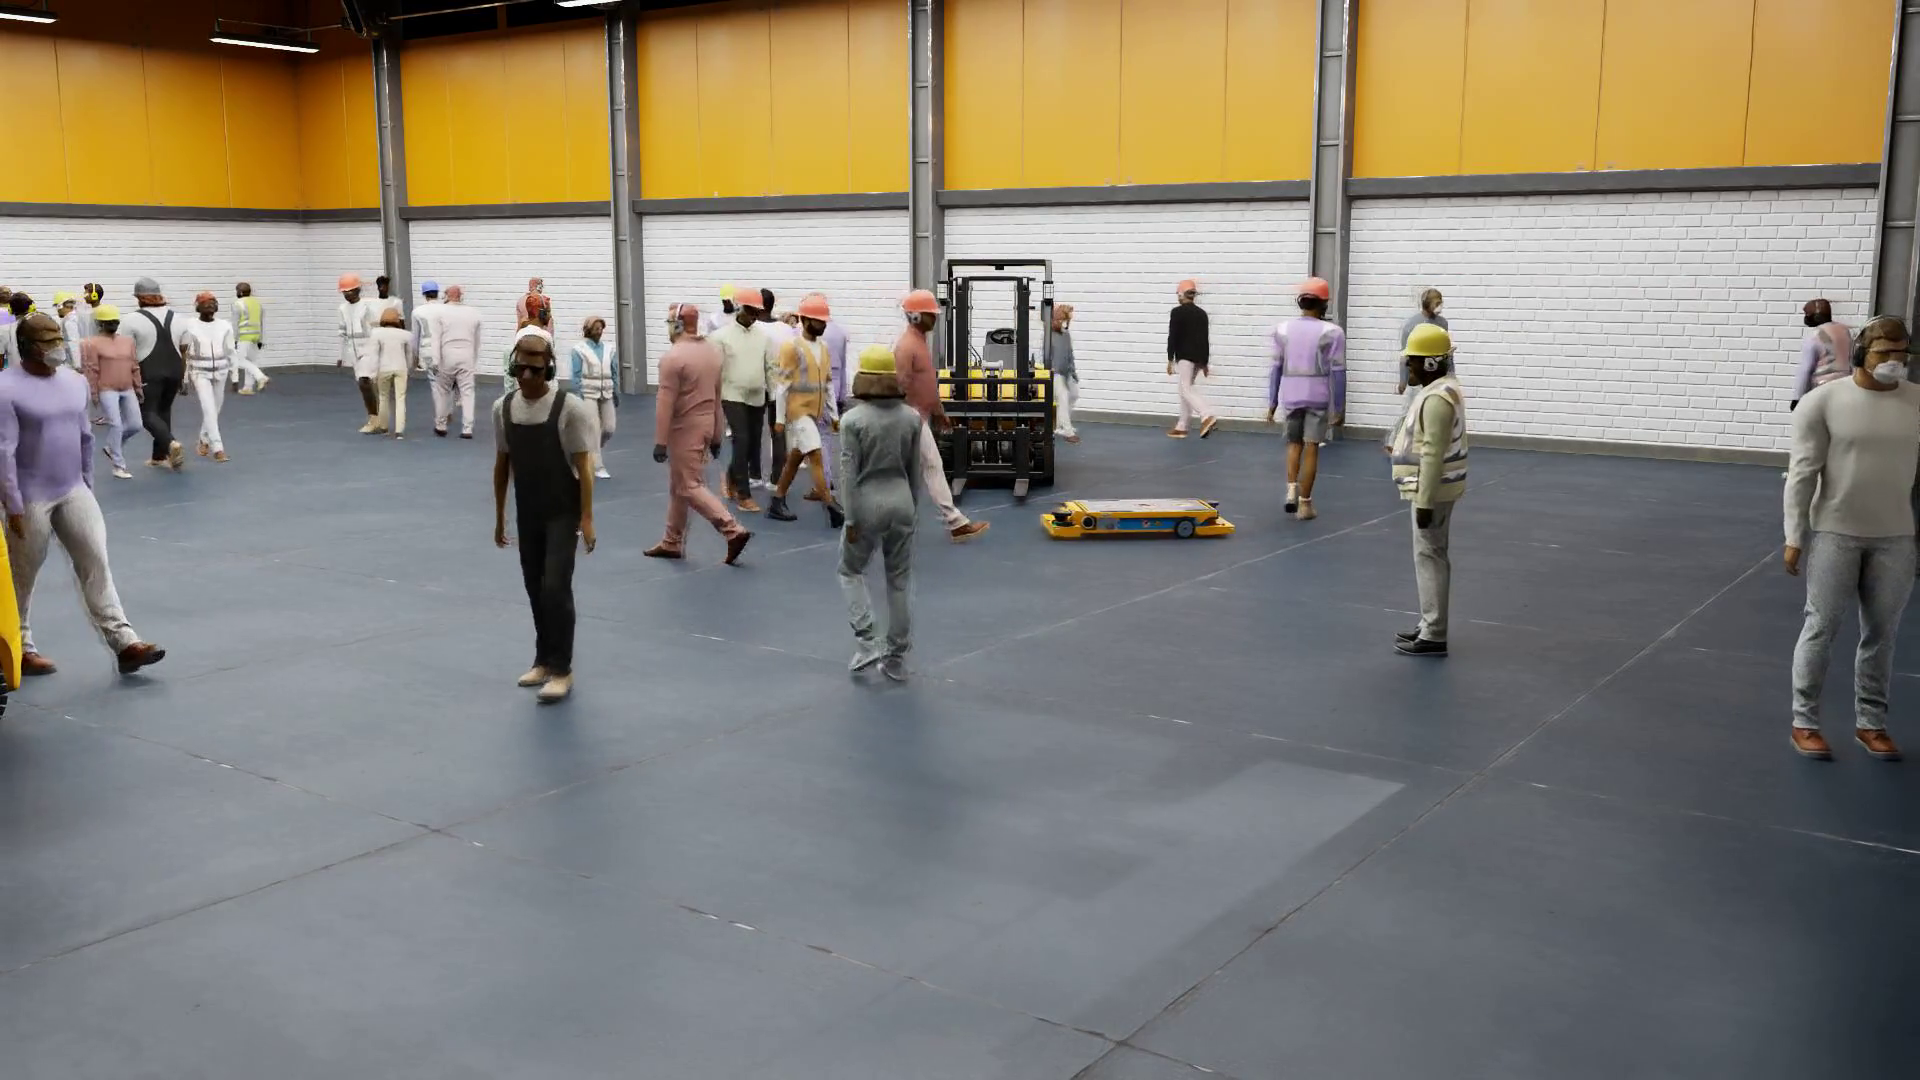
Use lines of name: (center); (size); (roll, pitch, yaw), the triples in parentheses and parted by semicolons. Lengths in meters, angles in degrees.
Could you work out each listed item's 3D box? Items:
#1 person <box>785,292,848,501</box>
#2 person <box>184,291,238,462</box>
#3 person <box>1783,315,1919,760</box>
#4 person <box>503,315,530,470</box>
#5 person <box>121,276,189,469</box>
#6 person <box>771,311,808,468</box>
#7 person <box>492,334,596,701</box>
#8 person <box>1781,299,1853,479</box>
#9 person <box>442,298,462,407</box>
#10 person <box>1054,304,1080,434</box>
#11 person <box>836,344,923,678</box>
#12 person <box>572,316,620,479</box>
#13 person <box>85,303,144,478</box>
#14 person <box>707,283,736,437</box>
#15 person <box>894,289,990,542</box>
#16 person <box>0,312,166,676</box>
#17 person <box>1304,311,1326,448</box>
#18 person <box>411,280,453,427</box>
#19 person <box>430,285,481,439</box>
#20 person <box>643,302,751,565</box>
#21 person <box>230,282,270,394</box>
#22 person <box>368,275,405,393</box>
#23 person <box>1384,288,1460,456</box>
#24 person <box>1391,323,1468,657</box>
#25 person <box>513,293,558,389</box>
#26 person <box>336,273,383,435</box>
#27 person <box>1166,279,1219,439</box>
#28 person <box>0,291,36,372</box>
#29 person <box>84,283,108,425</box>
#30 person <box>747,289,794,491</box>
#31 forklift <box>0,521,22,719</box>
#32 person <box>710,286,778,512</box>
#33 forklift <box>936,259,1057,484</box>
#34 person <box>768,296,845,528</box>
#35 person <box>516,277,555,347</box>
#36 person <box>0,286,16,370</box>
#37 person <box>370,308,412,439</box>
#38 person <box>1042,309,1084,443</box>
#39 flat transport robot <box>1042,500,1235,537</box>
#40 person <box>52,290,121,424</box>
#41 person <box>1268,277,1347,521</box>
person: (-1.336, -1.288, 15.010); (0.527, 1.874, 0.669); (7, 12, 34)
person: (-8.227, -1.796, 18.181); (0.583, 1.846, 0.967); (-9, 13, -44)
person: (3.908, -0.004, 7.221); (0.638, 1.932, 0.391); (1, 10, 8)
person: (-4.194, -1.370, 16.234); (0.499, 1.632, 0.285); (-6, 11, -30)
person: (-8.262, -1.723, 17.122); (0.844, 2.000, 0.687); (6, 11, 32)
person: (-1.783, -1.547, 17.263); (0.312, 1.642, 0.512); (8, 12, 39)
person: (-2.042, -0.111, 8.220); (0.611, 1.808, 0.665); (3, 10, 17)
person: (8.196, -1.396, 15.902); (0.661, 1.801, 0.771); (-7, 12, -37)
person: (-7.616, -2.818, 24.753); (0.834, 1.653, 0.557); (6, 11, 32)
person: (1.314, -2.116, 20.693); (0.444, 1.624, 0.527); (4, 10, 21)
person: (-0.413, -0.138, 8.615); (0.484, 1.732, 0.405); (-5, 11, -26)
person: (-3.668, -1.436, 16.657); (0.520, 1.623, 0.559); (-9, 13, -43)
person: (-8.458, -1.492, 16.612); (0.476, 1.746, 0.536); (6, 11, 30)
person: (-2.853, -2.255, 20.747); (0.588, 1.888, 0.895); (-2, 10, -14)
person: (-0.295, -0.951, 12.824); (1.023, 1.939, 0.621); (1, 10, 7)
person: (-4.602, -0.209, 8.532); (0.995, 1.890, 0.664); (4, 10, 22)
person: (4.089, -1.918, 19.324); (0.320, 1.692, 0.532); (-1, 10, -5)
person: (-6.873, -2.446, 21.805); (0.628, 1.910, 0.837); (-5, 11, -29)
person: (-6.219, -2.183, 20.418); (0.654, 1.853, 0.961); (-7, 12, -34)
person: (-1.899, -0.758, 11.874); (0.883, 1.878, 0.647); (4, 10, 21)
person: (-11.472, -3.249, 26.861); (0.639, 1.824, 0.636); (3, 10, 15)
person: (-9.518, -3.416, 27.546); (0.613, 1.937, 0.910); (-5, 11, -25)
person: (4.948, -1.754, 17.815); (0.631, 1.884, 1.048); (-8, 12, -39)
person: (2.573, -0.273, 9.151); (0.403, 1.823, 0.595); (3, 10, 17)
person: (-3.683, -1.202, 14.517); (0.345, 1.879, 0.580); (-8, 12, -38)
person: (-7.474, -2.304, 20.661); (0.632, 2.006, 0.669); (5, 11, 26)
person: (2.866, -2.175, 20.113); (0.649, 1.954, 0.875); (-8, 13, -41)
person: (-8.980, -1.455, 16.045); (0.531, 1.867, 0.318); (-3, 10, -15)
person: (-11.378, -2.452, 21.974); (0.328, 1.872, 0.509); (-5, 11, -28)
person: (-1.866, -1.421, 15.756); (0.611, 1.885, 0.734); (-7, 12, -35)
forklift: (-5.296, -0.090, 6.943); (1.214, 2.155, 2.313); (7, 12, 35)
person: (-1.938, -1.255, 14.632); (0.632, 1.951, 0.874); (-7, 12, -37)
forklift: (0.370, -1.738, 16.759); (1.214, 2.155, 2.313); (1, 10, 3)
person: (-1.216, -1.046, 13.603); (1.021, 1.870, 0.551); (6, 11, 31)
person: (-6.640, -3.173, 26.180); (0.640, 1.902, 0.407); (4, 10, 23)
person: (-11.866, -2.239, 20.772); (0.563, 1.847, 0.389); (-7, 12, -38)
person: (-6.961, -2.044, 20.388); (0.500, 1.579, 0.854); (-4, 10, -24)
person: (1.133, -1.971, 19.925); (0.819, 1.599, 0.510); (6, 11, 33)
flat transport robot: (1.405, -0.182, 13.208); (1.431, 0.197, 0.652); (-1, 10, -5)
person: (-11.279, -2.306, 21.348); (0.749, 1.794, 0.602); (-3, 10, -18)
person: (2.907, -1.169, 13.863); (0.646, 2.025, 0.443); (6, 11, 32)
